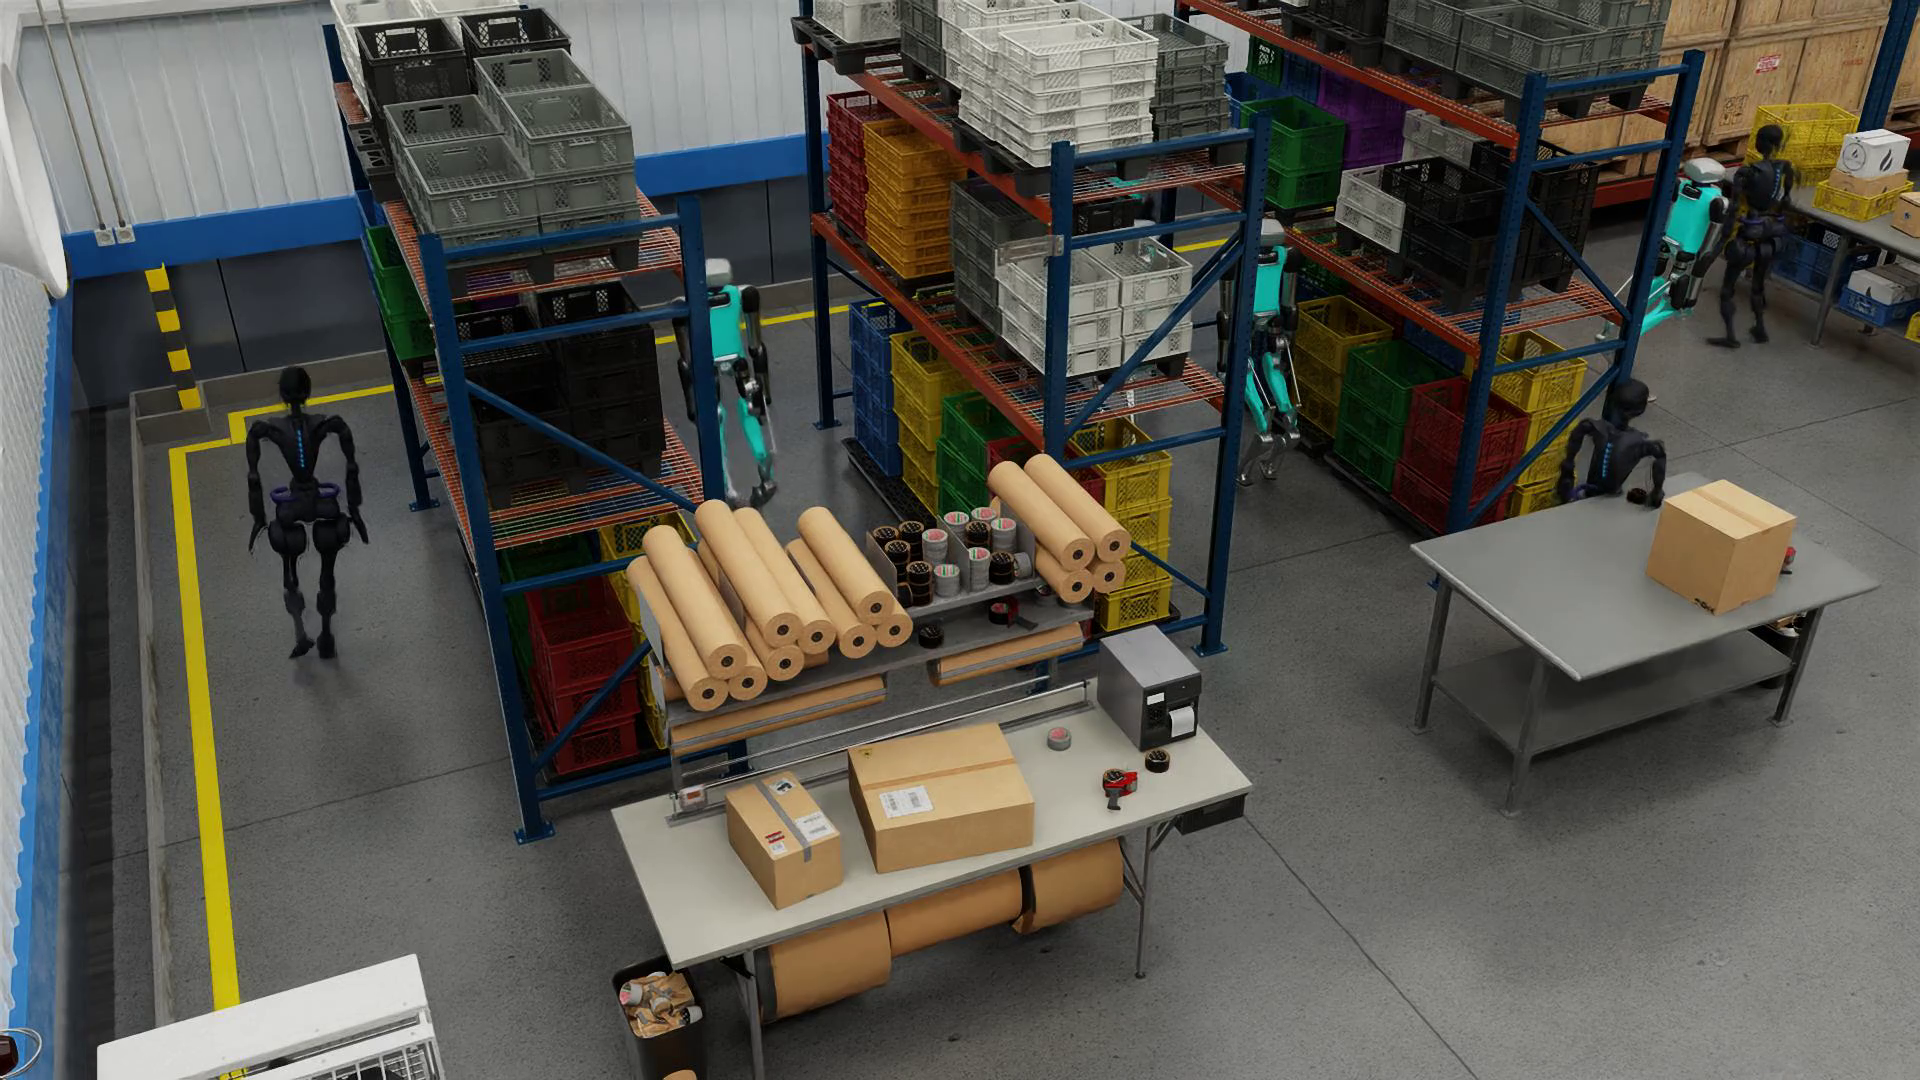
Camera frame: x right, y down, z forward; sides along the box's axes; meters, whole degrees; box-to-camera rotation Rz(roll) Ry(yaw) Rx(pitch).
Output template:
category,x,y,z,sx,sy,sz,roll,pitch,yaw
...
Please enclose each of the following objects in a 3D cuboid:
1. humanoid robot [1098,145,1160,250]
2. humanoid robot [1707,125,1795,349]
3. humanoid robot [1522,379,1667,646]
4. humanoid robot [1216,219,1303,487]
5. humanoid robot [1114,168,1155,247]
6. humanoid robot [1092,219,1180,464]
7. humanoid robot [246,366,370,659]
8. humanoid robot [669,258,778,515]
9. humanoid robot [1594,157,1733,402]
category,x,y,z,sx,sy,sz,roll,pitch,yaw
humanoid robot,1.029,-2.184,12.162,0.767,1.825,0.563,-16,35,-24
humanoid robot,5.854,-2.227,12.255,0.627,1.637,0.399,-10,33,-16
humanoid robot,3.354,-0.076,8.777,0.679,1.643,0.601,-27,41,-37
humanoid robot,1.890,-1.076,10.189,0.533,1.677,0.735,-8,33,-13
humanoid robot,1.233,-2.318,12.389,0.376,1.653,0.591,-15,35,-22
humanoid robot,1.050,-1.301,10.559,0.533,1.673,0.735,-2,32,-4
humanoid robot,-3.460,-0.103,8.805,0.631,1.624,0.513,-13,34,-20
humanoid robot,-1.304,-0.651,9.738,0.544,1.894,0.767,-12,34,-19
humanoid robot,4.671,-1.726,11.281,0.734,1.689,0.531,-10,33,-16
